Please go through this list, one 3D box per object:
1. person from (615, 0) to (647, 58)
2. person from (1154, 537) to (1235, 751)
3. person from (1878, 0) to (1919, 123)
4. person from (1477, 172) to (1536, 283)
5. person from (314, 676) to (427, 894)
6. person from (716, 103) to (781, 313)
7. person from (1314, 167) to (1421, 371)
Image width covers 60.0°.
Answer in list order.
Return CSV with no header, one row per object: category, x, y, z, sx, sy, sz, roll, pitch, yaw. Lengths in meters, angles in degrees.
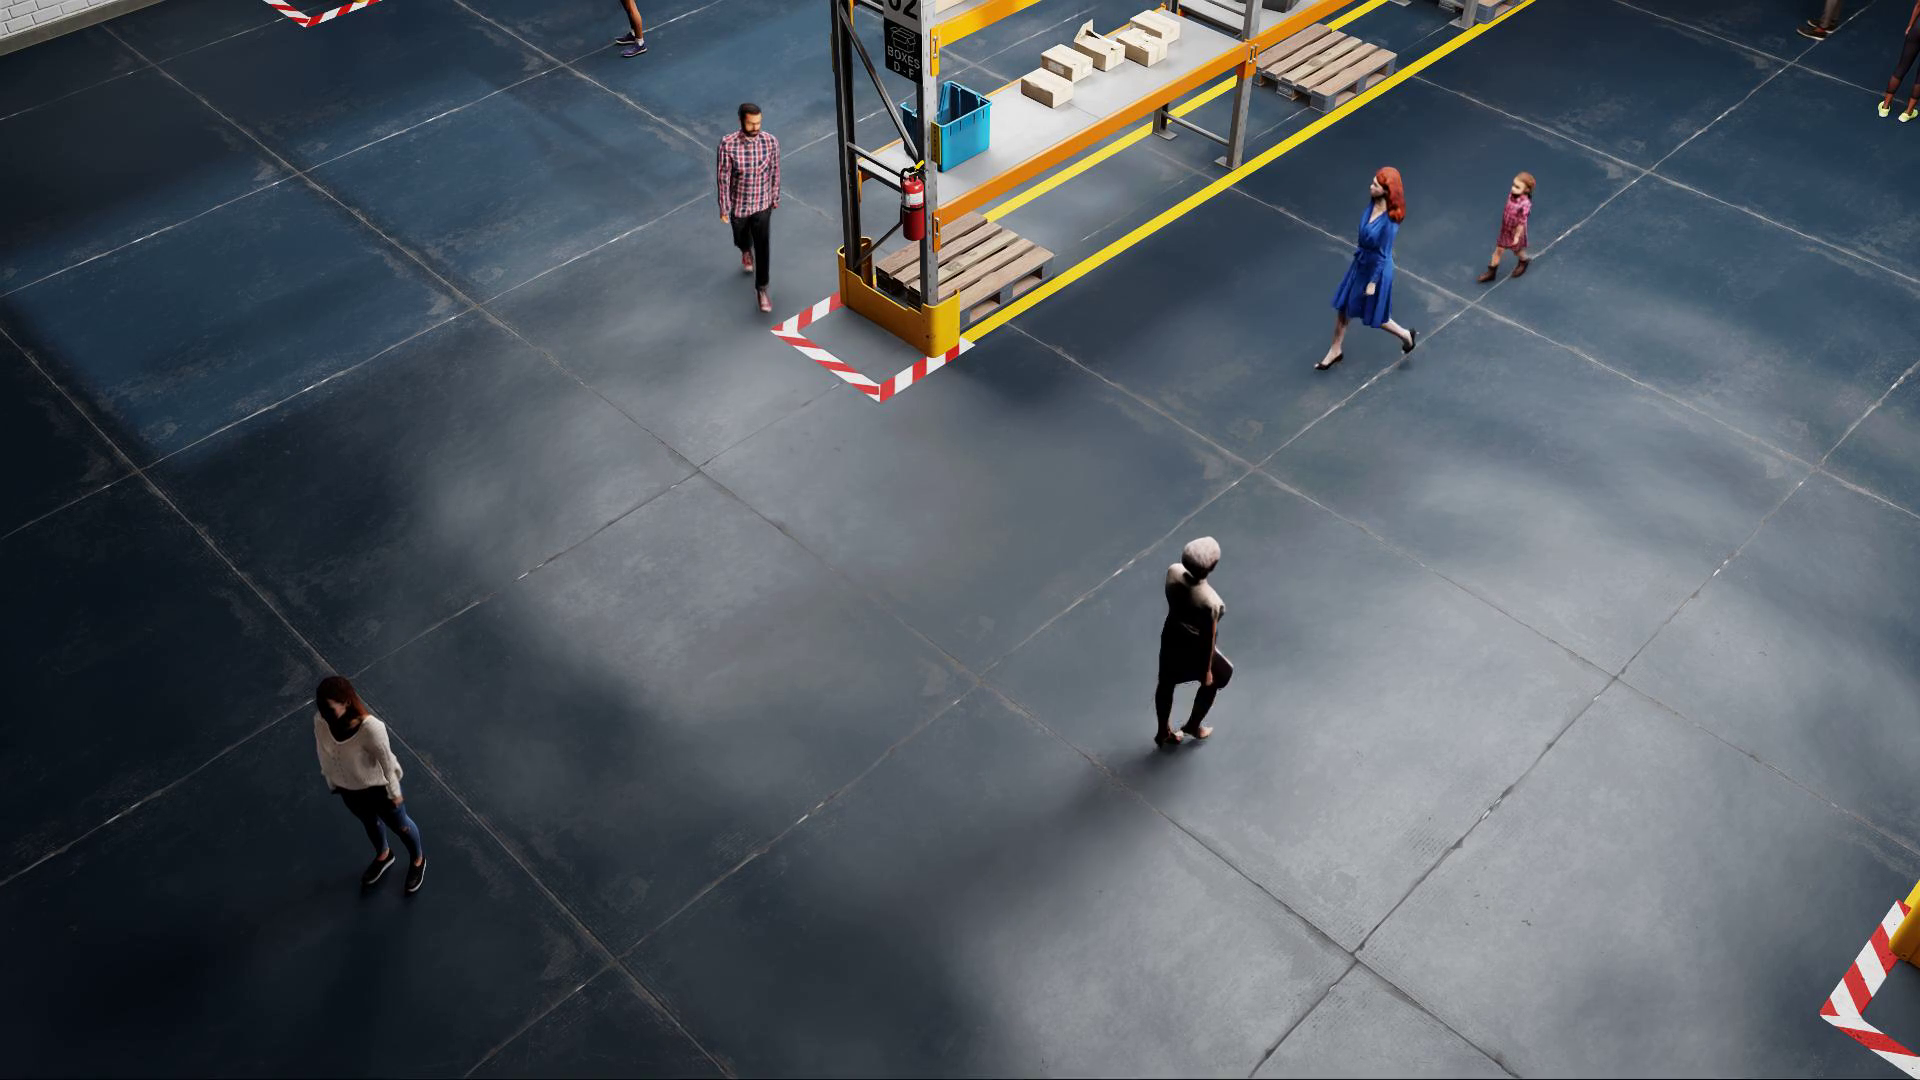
person,-3.423,-5.786,16.805,0.662,1.775,0.687,-13,45,-13
person,1.307,0.690,10.030,0.738,1.743,0.714,-24,49,-23
person,9.220,-4.830,15.815,0.598,1.755,0.563,25,49,24
person,4.725,-2.642,14.057,0.779,1.012,0.562,-20,47,-20
person,-3.334,1.365,9.358,0.701,1.692,0.713,10,45,11
person,-1.751,-2.832,13.725,1.189,1.745,1.163,-5,44,-5
person,3.255,-2.040,12.852,1.149,1.803,0.962,-8,44,-9
